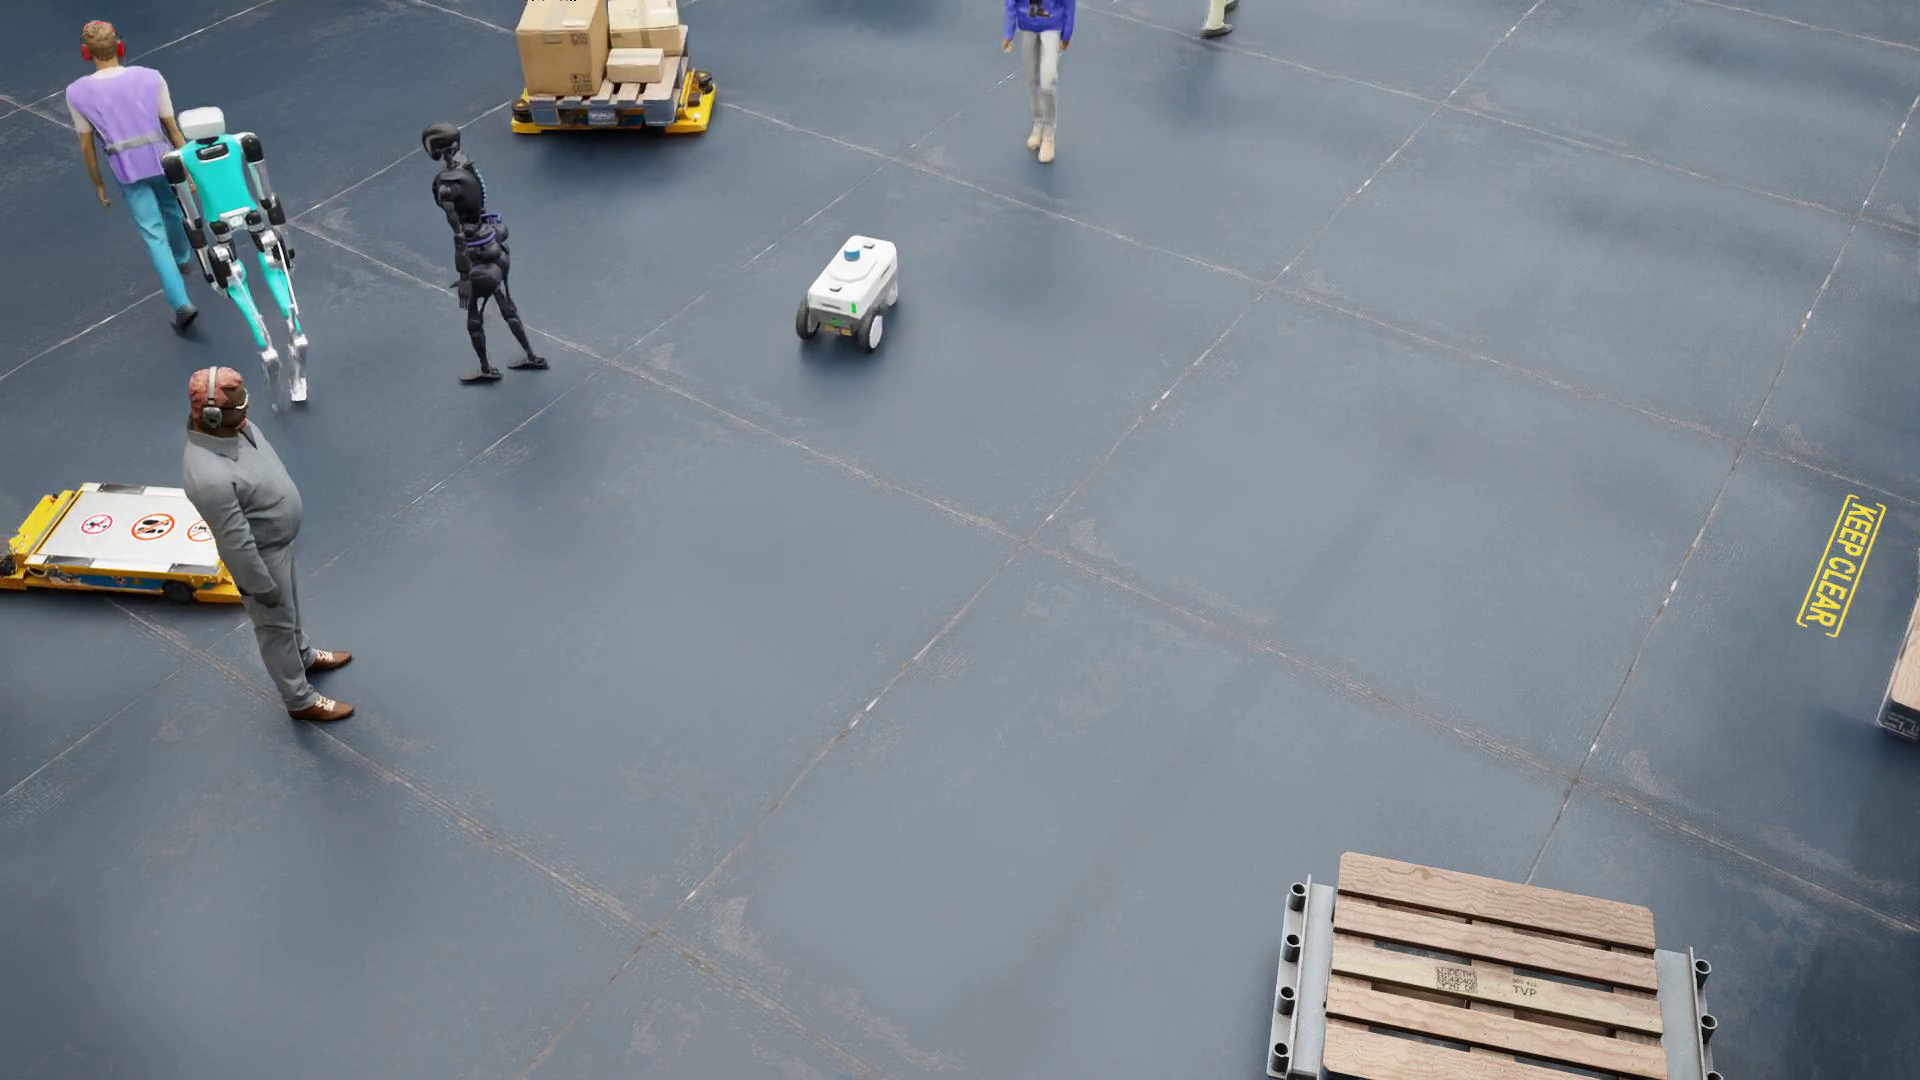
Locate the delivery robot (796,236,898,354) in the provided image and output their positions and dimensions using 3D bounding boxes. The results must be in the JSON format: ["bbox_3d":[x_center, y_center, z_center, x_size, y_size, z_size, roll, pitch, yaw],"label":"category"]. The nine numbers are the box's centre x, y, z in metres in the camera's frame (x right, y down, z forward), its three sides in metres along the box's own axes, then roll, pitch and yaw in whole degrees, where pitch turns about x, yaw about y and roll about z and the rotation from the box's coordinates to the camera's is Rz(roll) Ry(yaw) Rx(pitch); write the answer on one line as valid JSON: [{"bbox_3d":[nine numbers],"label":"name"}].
[{"bbox_3d":[-0.665,-1.545,10.302,0.499,0.606,0.807,14,44,15],"label":"delivery robot"}]

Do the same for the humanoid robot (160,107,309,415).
[{"bbox_3d":[-3.943,-1.474,9.358,0.530,1.805,0.766,-25,47,-25],"label":"humanoid robot"}]

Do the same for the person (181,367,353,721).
[{"bbox_3d":[-3.137,0.023,7.531,0.406,1.902,0.636,-9,43,-10],"label":"person"}]

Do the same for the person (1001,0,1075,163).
[{"bbox_3d":[0.531,-3.533,11.551,0.470,1.852,0.625,13,43,14],"label":"person"}]

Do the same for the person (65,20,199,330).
[{"bbox_3d":[-4.983,-2.236,10.164,0.596,1.766,1.061,-22,46,-23],"label":"person"}]

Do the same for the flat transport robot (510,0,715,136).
[{"bbox_3d":[-2.587,-3.282,12.452,1.431,0.231,0.659,0,42,-1],"label":"flat transport robot"}]

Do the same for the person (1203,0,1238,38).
[{"bbox_3d":[2.233,-4.966,13.184,0.604,1.788,0.915,25,48,26],"label":"person"}]

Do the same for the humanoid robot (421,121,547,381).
[{"bbox_3d":[-2.781,-1.642,9.567,0.475,1.637,0.587,0,42,-1],"label":"humanoid robot"}]

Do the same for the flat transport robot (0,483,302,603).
[{"bbox_3d":[-4.302,0.013,8.765,1.431,0.231,0.659,4,42,4],"label":"flat transport robot"}]
